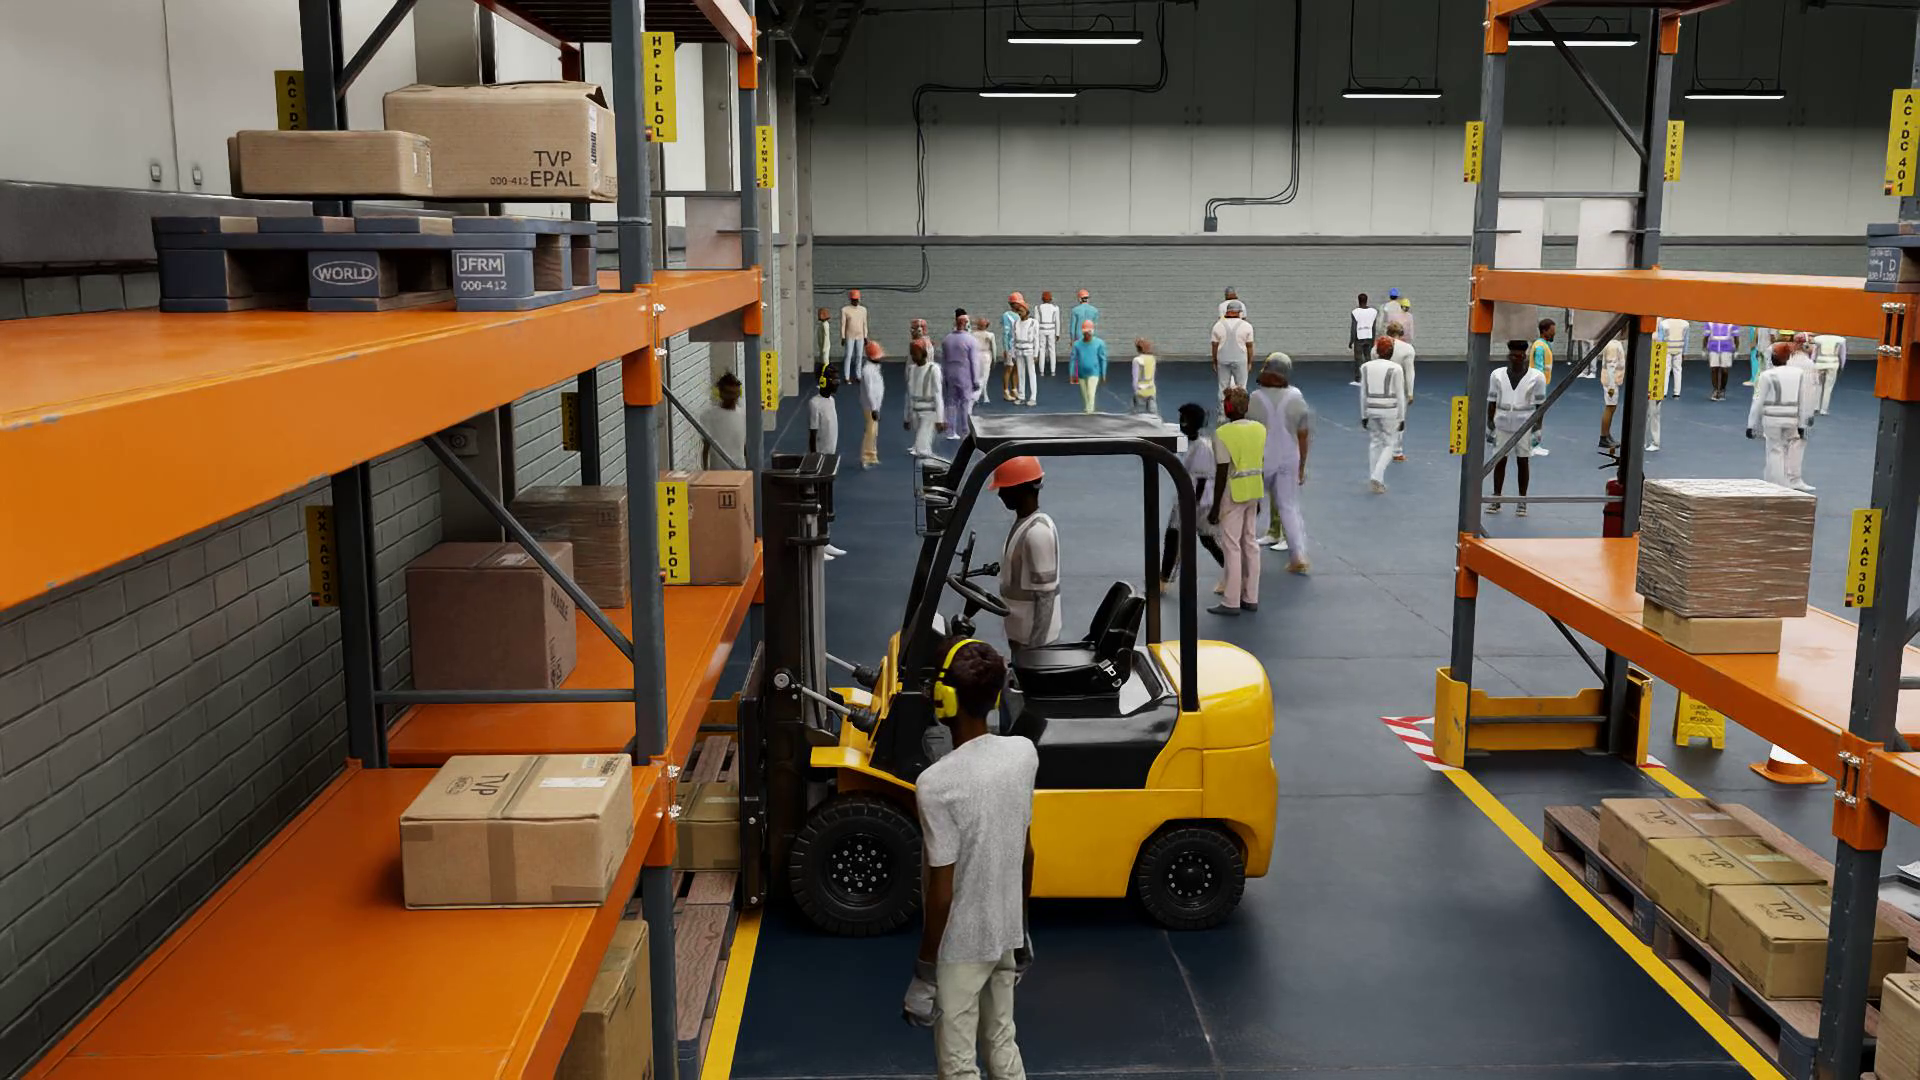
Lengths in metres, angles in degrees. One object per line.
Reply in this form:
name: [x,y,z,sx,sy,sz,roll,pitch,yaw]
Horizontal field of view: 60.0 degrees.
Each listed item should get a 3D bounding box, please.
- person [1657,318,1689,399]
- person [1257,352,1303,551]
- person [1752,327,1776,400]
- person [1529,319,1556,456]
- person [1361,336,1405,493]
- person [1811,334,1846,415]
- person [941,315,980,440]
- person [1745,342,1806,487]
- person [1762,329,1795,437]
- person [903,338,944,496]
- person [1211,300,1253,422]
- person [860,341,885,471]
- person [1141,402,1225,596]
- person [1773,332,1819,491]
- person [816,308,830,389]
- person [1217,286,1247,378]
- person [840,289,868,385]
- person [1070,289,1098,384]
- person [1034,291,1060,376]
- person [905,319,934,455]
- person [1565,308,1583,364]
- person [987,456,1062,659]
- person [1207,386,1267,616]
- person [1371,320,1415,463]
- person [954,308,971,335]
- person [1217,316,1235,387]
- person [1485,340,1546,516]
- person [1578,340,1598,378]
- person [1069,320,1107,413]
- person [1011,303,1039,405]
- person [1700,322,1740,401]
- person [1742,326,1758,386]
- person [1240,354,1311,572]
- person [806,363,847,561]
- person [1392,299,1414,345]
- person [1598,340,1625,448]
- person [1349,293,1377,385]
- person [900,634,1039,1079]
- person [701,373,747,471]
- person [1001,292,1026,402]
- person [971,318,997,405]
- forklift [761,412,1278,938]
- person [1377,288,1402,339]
person: [13.501,-3.579,31.591,0.591,1.829,0.404,0,10,-1]
person: [3.103,-0.860,16.172,0.382,1.923,0.593,-4,11,-20]
person: [15.171,-3.539,31.288,0.346,1.860,0.518,-2,10,-10]
person: [8.143,-2.153,23.399,0.371,1.916,0.597,4,11,21]
person: [5.019,-1.485,19.791,0.437,1.883,0.589,-9,14,-41]
person: [15.080,-2.987,28.888,0.519,1.607,0.745,8,13,37]
person: [0.031,-2.430,25.012,0.655,1.899,0.398,8,13,38]
person: [9.238,-1.333,18.984,0.613,1.856,0.803,-3,11,-15]
person: [12.569,-2.428,25.414,0.493,1.742,0.322,0,10,3]
person: [-0.442,-1.433,19.516,0.501,1.864,0.628,-8,13,-37]
person: [4.515,-2.959,27.543,0.683,2.000,0.536,3,11,18]
person: [-1.132,-1.780,21.930,0.329,1.701,0.668,1,10,7]
person: [1.984,-0.338,14.023,0.860,1.658,0.539,-4,11,-21]
person: [10.146,-1.560,20.120,0.406,1.911,0.636,-1,10,-4]
person: [-2.787,-3.906,33.955,0.285,1.633,0.500,-2,10,-11]
person: [5.870,-4.532,36.310,0.684,2.000,0.535,-5,11,-24]
person: [-2.212,-4.256,34.907,0.621,1.989,0.398,-6,12,-29]
person: [2.605,-4.281,35.076,0.611,1.985,0.415,-3,11,-17]
person: [1.935,-4.612,37.189,0.584,1.882,0.337,-1,10,-4]
person: [-0.573,-2.160,23.466,0.407,1.910,0.639,-1,10,-4]
person: [15.038,-5.228,40.520,0.592,1.922,0.392,5,11,28]
person: [0.335,0.478,8.717,0.385,1.927,0.545,-1,10,-7]
person: [2.229,-0.309,13.321,0.564,1.846,0.390,-8,13,-39]
person: [5.864,-2.016,22.608,0.631,1.932,0.363,10,14,43]
person: [0.039,-3.696,32.638,0.319,1.693,0.534,5,12,28]
person: [5.150,-3.573,31.521,0.429,1.842,0.635,-7,12,-34]
person: [6.068,-1.247,18.215,0.613,1.962,0.365,6,12,30]
person: [13.825,-4.431,36.575,0.323,1.742,0.492,-4,11,-22]
person: [2.023,-2.671,26.822,0.596,1.712,0.840,4,11,23]
person: [1.190,-3.405,30.509,0.578,1.879,0.361,7,12,34]
person: [14.240,-3.558,31.180,0.634,1.947,0.495,7,12,33]
person: [16.549,-4.117,34.585,0.353,1.835,0.518,6,12,28]
person: [2.836,-0.740,15.183,0.699,2.000,0.954,-1,10,-4]
person: [-1.277,-0.737,15.684,0.327,1.861,0.510,3,11,16]
person: [9.782,-4.450,36.726,0.529,1.719,0.869,-4,11,-23]
person: [9.519,-2.291,24.163,0.388,1.924,0.549,5,11,25]
person: [8.400,-4.176,34.681,0.588,1.914,0.392,-3,11,-18]
person: [0.027,1.196,4.877,0.311,1.869,0.533,8,13,38]
person: [-2.124,-0.608,15.047,0.526,1.833,0.869,-5,11,-24]
person: [1.042,-3.627,31.259,0.397,2.043,0.609,9,13,40]
person: [0.393,-3.284,30.590,0.522,1.603,0.813,6,12,30]
forklift: [0.291,0.548,7.580,2.313,2.155,1.214,0,10,-2]
person: [9.744,-4.687,37.482,0.643,1.937,0.479,1,10,7]
